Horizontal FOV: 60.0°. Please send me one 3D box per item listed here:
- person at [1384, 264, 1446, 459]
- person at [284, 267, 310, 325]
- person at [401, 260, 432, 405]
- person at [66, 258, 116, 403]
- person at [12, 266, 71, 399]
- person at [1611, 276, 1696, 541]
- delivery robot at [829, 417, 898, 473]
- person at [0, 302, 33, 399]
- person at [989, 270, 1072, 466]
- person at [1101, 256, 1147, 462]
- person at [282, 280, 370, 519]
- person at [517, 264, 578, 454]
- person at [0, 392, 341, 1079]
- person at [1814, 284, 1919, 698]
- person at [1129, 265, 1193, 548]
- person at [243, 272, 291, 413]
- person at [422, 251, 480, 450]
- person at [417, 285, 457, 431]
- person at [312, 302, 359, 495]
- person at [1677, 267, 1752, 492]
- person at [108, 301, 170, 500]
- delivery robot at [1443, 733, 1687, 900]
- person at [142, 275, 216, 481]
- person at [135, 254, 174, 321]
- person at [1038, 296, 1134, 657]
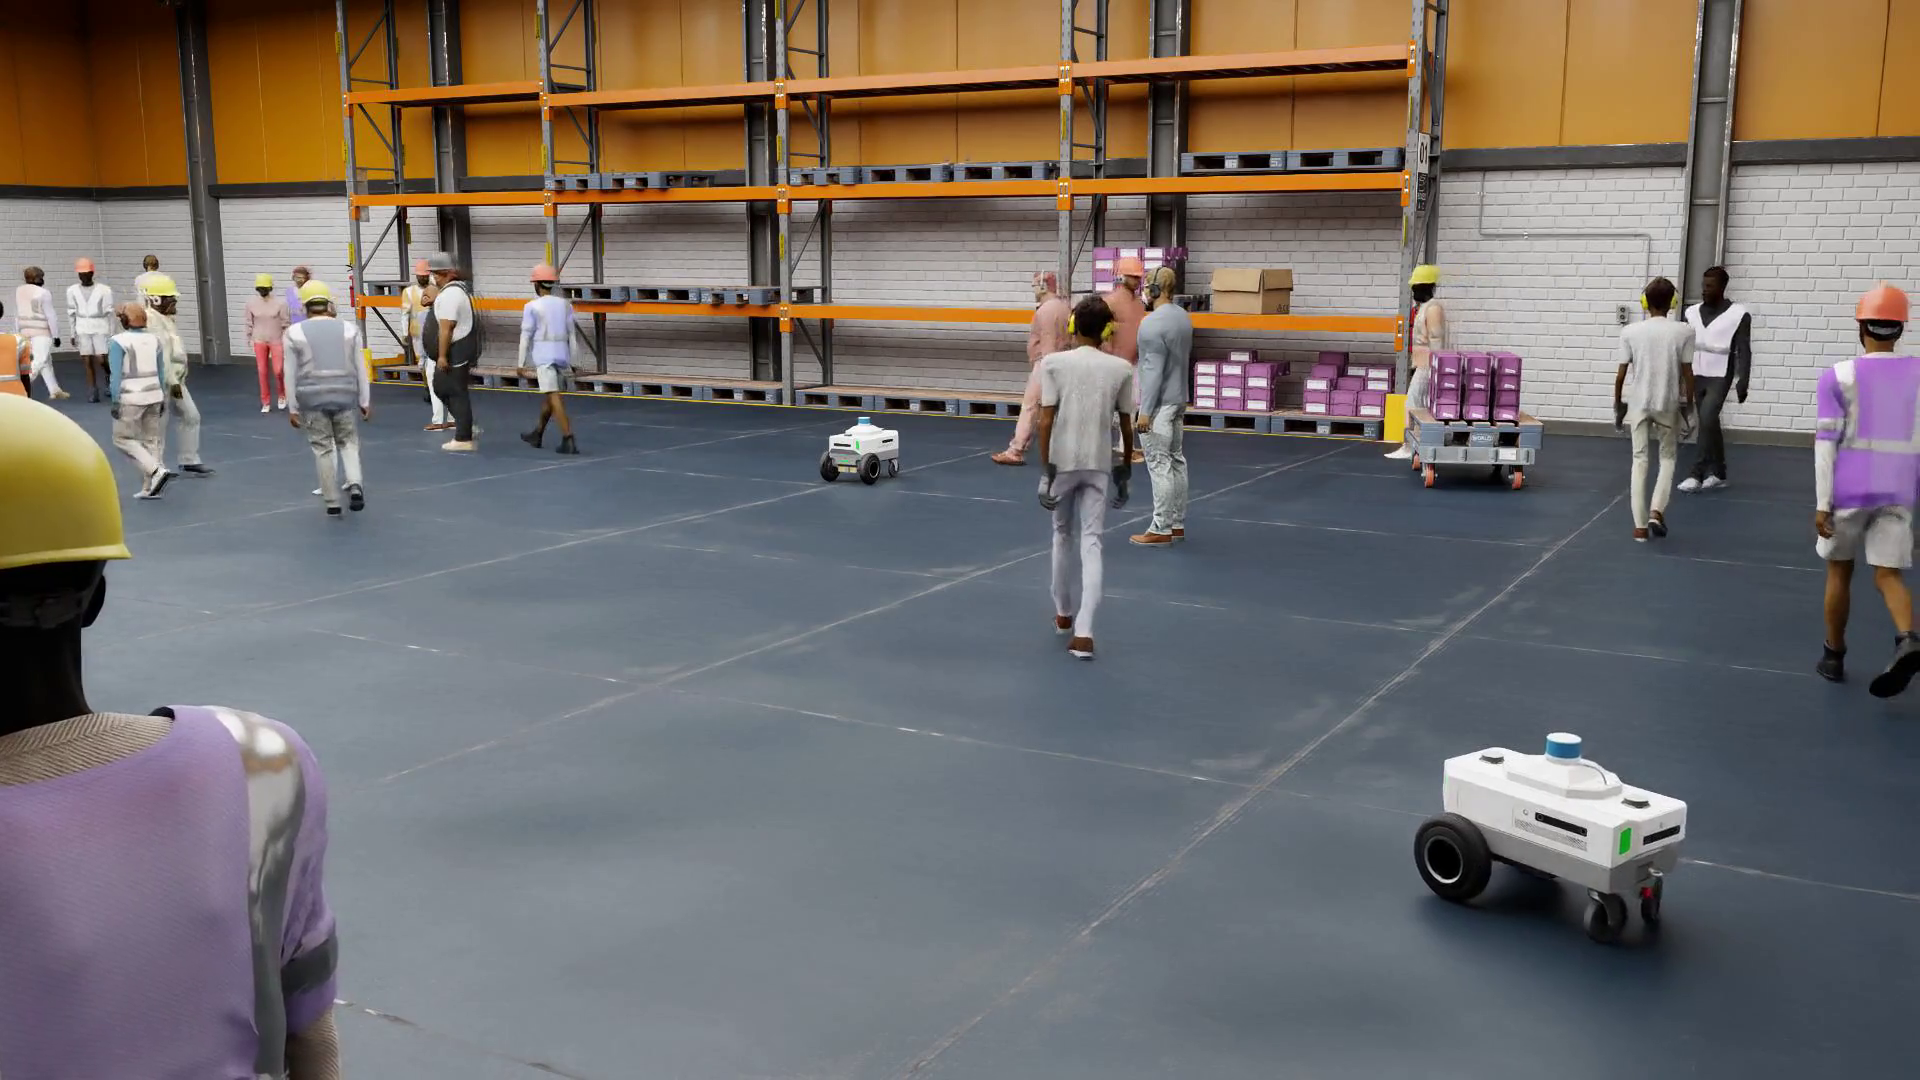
[{"bbox_3d":[4.625,-1.717,16.133,0.839,1.899,0.586,2,10,13],"label":"person"},{"bbox_3d":[-9.268,-2.987,23.638,0.576,1.795,0.795,0,10,2],"label":"person"},{"bbox_3d":[-7.067,-2.737,21.963,0.550,1.885,1.018,-1,10,-6],"label":"person"},{"bbox_3d":[-11.483,-2.772,22.031,0.556,1.918,0.544,-2,10,-11],"label":"person"},{"bbox_3d":[-12.387,-2.757,22.281,0.635,1.809,0.906,4,11,22],"label":"person"},{"bbox_3d":[4.881,-0.914,11.694,0.561,1.855,0.400,4,11,23],"label":"person"},{"bbox_3d":[-0.846,-0.846,14.724,0.477,0.478,0.707,6,12,29],"label":"delivery robot"},{"bbox_3d":[-7.345,-1.016,12.714,0.317,1.697,0.540,6,12,29],"label":"person"},{"bbox_3d":[0.834,-1.592,15.579,1.037,1.848,0.656,4,11,22],"label":"person"},{"bbox_3d":[1.570,-1.727,15.963,0.491,1.979,0.614,9,13,41],"label":"person"},{"bbox_3d":[-4.786,-1.048,12.566,0.601,1.811,0.462,-7,12,-33],"label":"person"},{"bbox_3d":[-4.183,-1.823,16.757,0.978,1.881,0.567,8,13,39],"label":"person"},{"bbox_3d":[-0.910,0.811,1.724,0.381,1.924,0.593,6,12,29],"label":"person"},{"bbox_3d":[4.212,-0.212,7.606,0.556,1.907,0.845,2,10,12],"label":"person"},{"bbox_3d":[1.394,-0.918,11.479,0.353,1.937,0.635,6,12,29],"label":"person"},{"bbox_3d":[-8.600,-2.444,20.667,0.556,1.744,0.419,-2,10,-12],"label":"person"},{"bbox_3d":[-5.168,-1.920,16.867,0.541,2.000,0.697,-2,10,-13],"label":"person"},{"bbox_3d":[-5.890,-2.045,18.729,0.265,1.632,0.507,6,12,29],"label":"person"},{"bbox_3d":[-5.247,-1.187,13.862,0.310,1.636,0.522,6,12,29],"label":"person"},{"bbox_3d":[6.277,-1.348,14.061,0.871,1.884,0.587,-5,11,-25],"label":"person"},{"bbox_3d":[-6.615,-1.113,13.458,0.432,1.623,0.535,4,11,19],"label":"person"},{"bbox_3d":[1.861,0.844,5.158,0.477,0.478,0.707,-7,12,-34],"label":"delivery robot"},{"bbox_3d":[-6.923,-1.417,14.670,0.678,1.805,0.596,-1,10,-6],"label":"person"},{"bbox_3d":[-12.629,-3.504,26.127,0.353,1.937,0.635,6,12,29],"label":"person"},{"bbox_3d":[0.645,-0.349,8.626,0.504,1.804,0.953,0,10,1],"label":"person"}]
